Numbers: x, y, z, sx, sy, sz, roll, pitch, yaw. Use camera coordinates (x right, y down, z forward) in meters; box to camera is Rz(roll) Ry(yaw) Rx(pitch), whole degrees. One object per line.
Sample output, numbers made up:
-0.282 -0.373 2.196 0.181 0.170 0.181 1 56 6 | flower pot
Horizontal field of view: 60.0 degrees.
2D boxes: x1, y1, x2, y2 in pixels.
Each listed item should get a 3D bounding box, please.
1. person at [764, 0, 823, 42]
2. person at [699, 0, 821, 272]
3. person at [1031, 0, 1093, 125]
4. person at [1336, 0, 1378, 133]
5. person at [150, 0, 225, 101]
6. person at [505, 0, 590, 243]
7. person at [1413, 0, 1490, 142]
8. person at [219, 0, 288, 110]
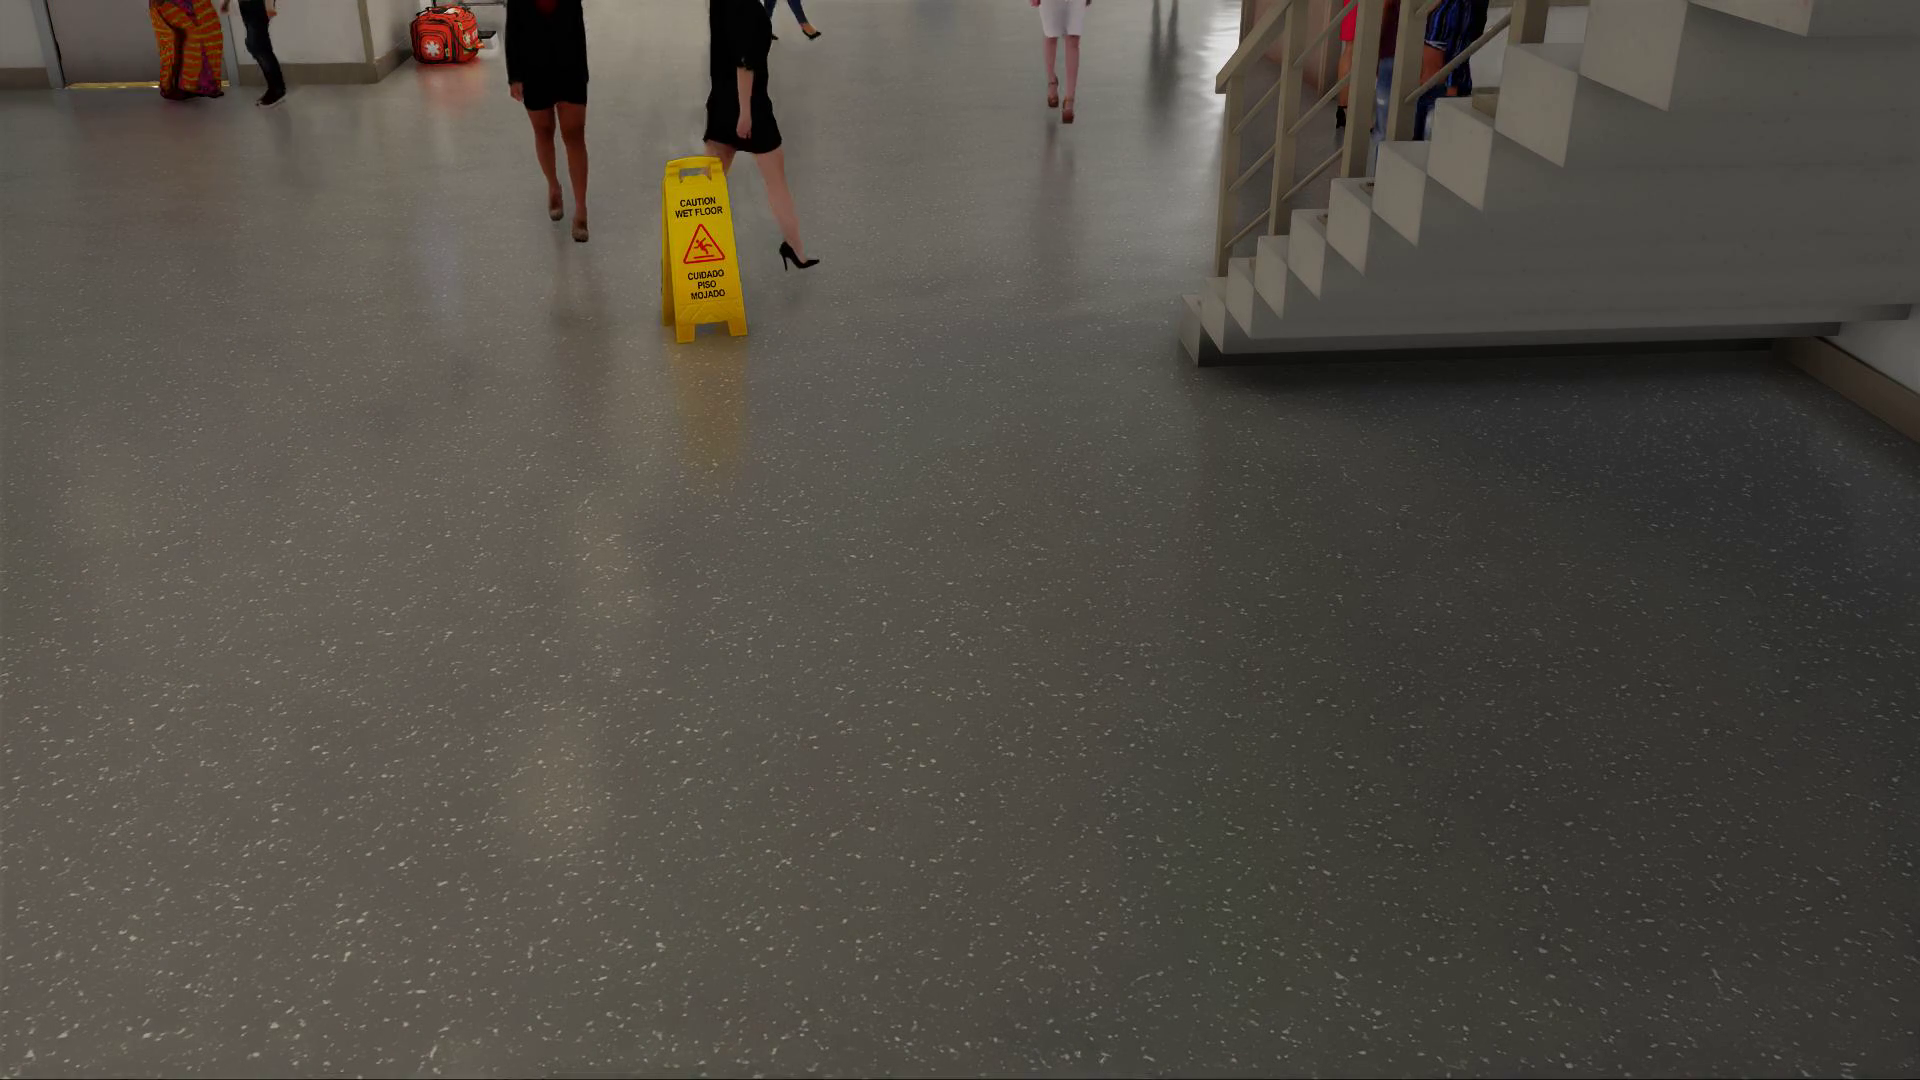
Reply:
-1.599 -5.157 14.275 1.133 1.755 1.060 21 33 36 | person
-1.129 -2.005 7.851 0.953 1.657 1.060 -14 29 -27 | person
0.681 -3.745 11.367 0.642 1.735 1.116 0 26 0 | person
2.732 -3.634 11.147 0.722 1.729 0.631 -18 31 -33 | person
-5.772 -4.036 12.064 0.749 1.654 0.728 -6 26 -11 | person
-2.153 -2.383 8.712 0.636 1.590 1.055 -5 26 -11 | person
2.409 -2.181 8.268 0.840 1.612 0.852 -12 28 -23 | person
-4.990 -3.855 11.925 0.640 1.451 0.696 18 31 32 | person
